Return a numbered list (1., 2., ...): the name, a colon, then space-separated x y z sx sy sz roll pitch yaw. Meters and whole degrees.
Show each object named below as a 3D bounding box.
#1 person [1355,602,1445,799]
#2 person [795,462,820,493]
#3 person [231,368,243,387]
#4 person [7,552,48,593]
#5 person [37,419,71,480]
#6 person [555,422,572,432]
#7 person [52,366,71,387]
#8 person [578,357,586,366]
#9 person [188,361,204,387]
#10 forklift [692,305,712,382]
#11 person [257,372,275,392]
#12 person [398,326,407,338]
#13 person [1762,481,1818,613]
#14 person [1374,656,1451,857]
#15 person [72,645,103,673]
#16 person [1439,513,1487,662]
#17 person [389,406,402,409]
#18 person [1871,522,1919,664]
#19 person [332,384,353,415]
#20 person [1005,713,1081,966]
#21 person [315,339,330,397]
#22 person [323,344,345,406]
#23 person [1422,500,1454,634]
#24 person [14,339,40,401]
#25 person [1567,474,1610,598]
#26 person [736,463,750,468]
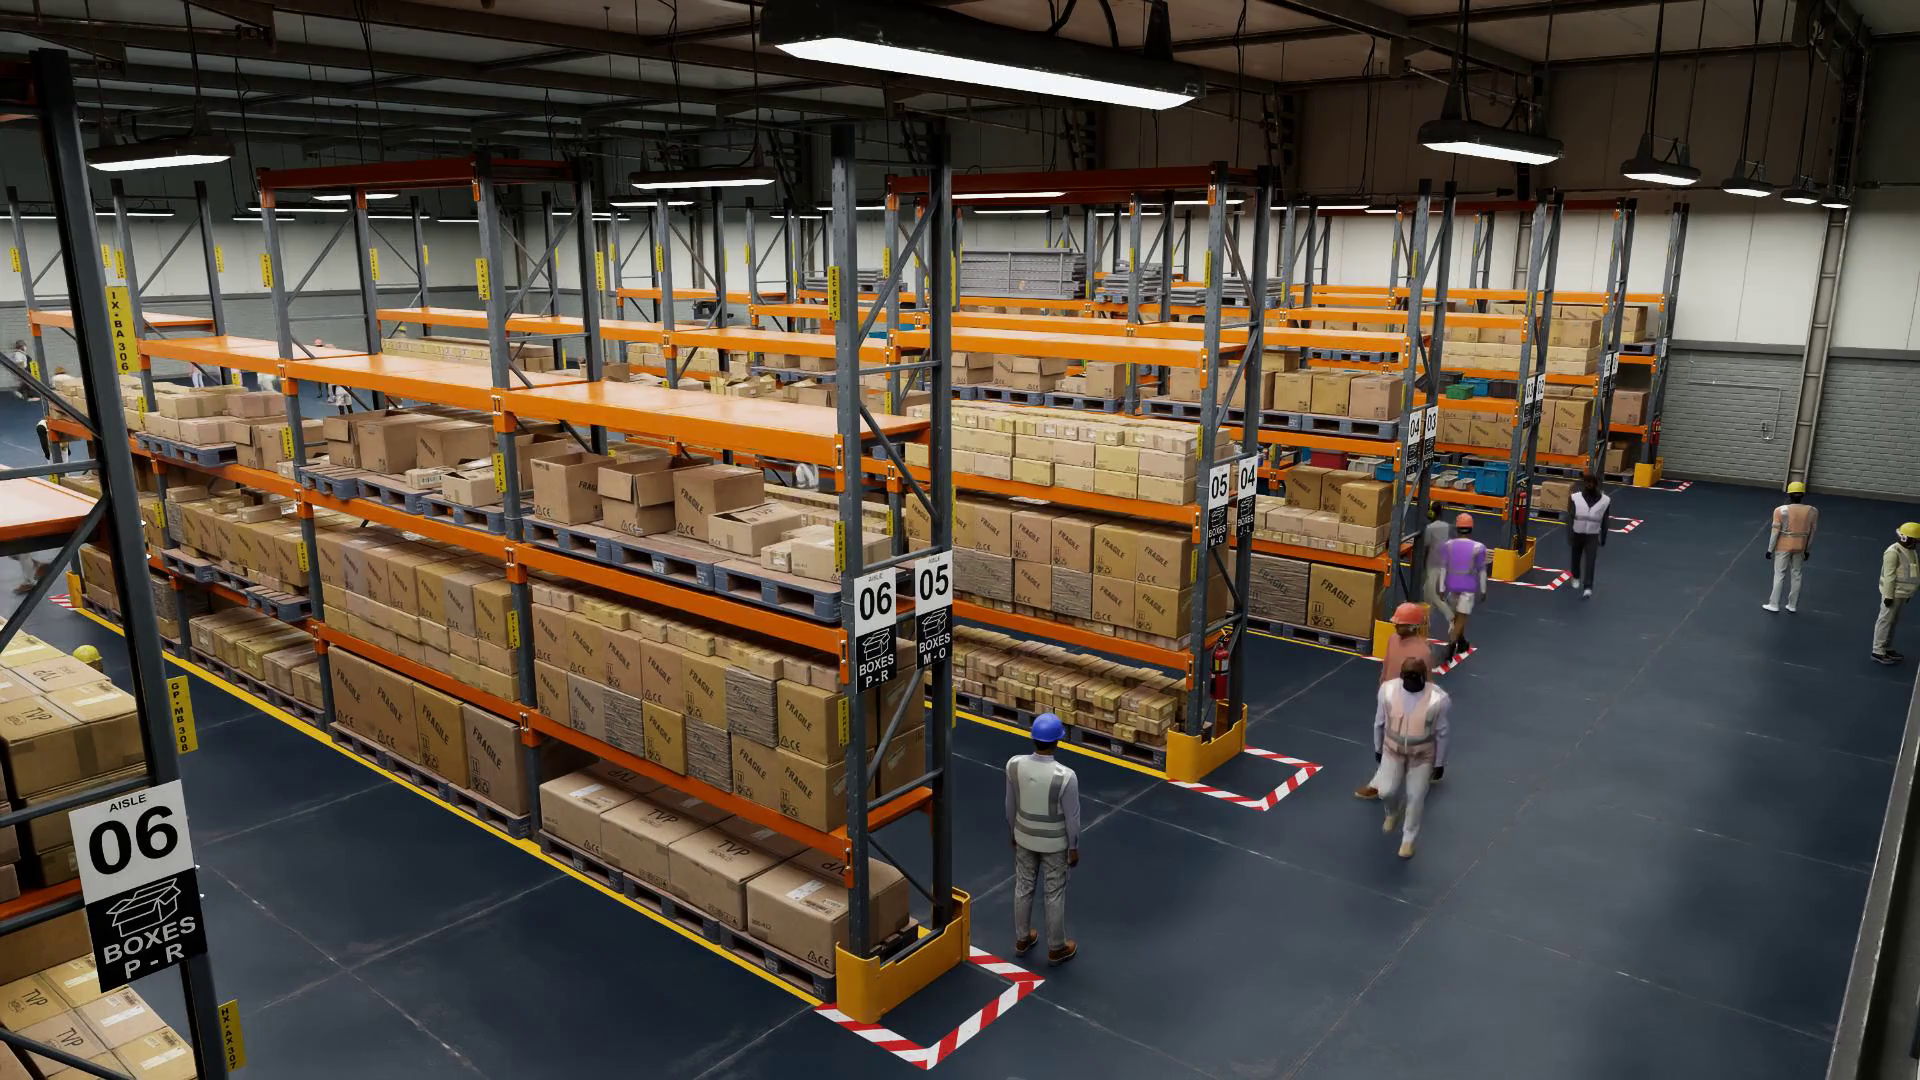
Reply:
1. person: 4.373 1.534 12.257 0.968 1.965 0.623 -3 14 -11
2. person: -2.523 -0.694 21.475 0.457 1.922 0.585 9 16 33
3. person: -21.538 -4.544 37.394 0.421 1.891 0.641 6 15 22
4. person: -14.405 -0.175 19.348 0.630 1.918 0.585 2 14 10
5. person: -19.133 -1.907 26.668 0.431 1.836 0.618 2 14 8
6. person: -9.874 -3.066 31.502 0.877 1.798 0.602 8 16 28
7. person: -26.367 -4.297 36.979 0.837 1.587 0.518 5 14 19
8. person: -11.131 -4.507 37.329 0.346 1.844 0.507 -3 14 -10
9. person: -25.342 -5.527 41.703 0.326 1.760 0.524 1 14 6
10. forklift: -9.511 -7.392 47.124 1.873 2.768 1.129 11 17 38
11. person: -21.564 -4.931 38.970 0.969 1.887 0.639 -2 14 -9
12. person: -22.639 -7.827 51.241 0.524 1.721 0.911 5 14 19
13. person: 11.979 0.108 18.191 0.585 1.917 0.380 2 14 7
14. person: 3.959 1.881 11.091 0.641 1.831 0.463 8 16 29
15. person: -7.930 1.807 11.586 0.483 1.737 0.320 3 14 12
16. person: 6.435 0.606 16.211 0.569 1.894 0.933 11 17 38
17. person: -16.691 -4.460 37.129 0.633 1.845 0.429 -1 14 -4
18. person: 11.992 0.662 16.097 0.587 1.828 0.404 -10 17 -34
19. person: -17.473 -4.150 35.603 0.372 1.966 0.603 8 16 31
20. person: 0.626 2.224 9.423 0.609 1.948 0.389 8 16 30
21. person: -21.446 -5.763 42.301 0.552 1.935 0.374 -5 14 -19
22. person: -20.122 -5.262 40.159 0.814 1.967 0.642 -3 14 -12
23. person: 6.587 0.374 17.292 0.532 1.837 0.797 -10 17 -36
24. person: -30.750 -5.568 41.370 0.635 2.000 0.695 -8 16 -31
25. person: 9.538 -0.097 19.182 0.586 1.857 1.075 5 15 20
26. person: -4.947 -2.194 28.180 0.535 1.676 0.638 13 18 42
